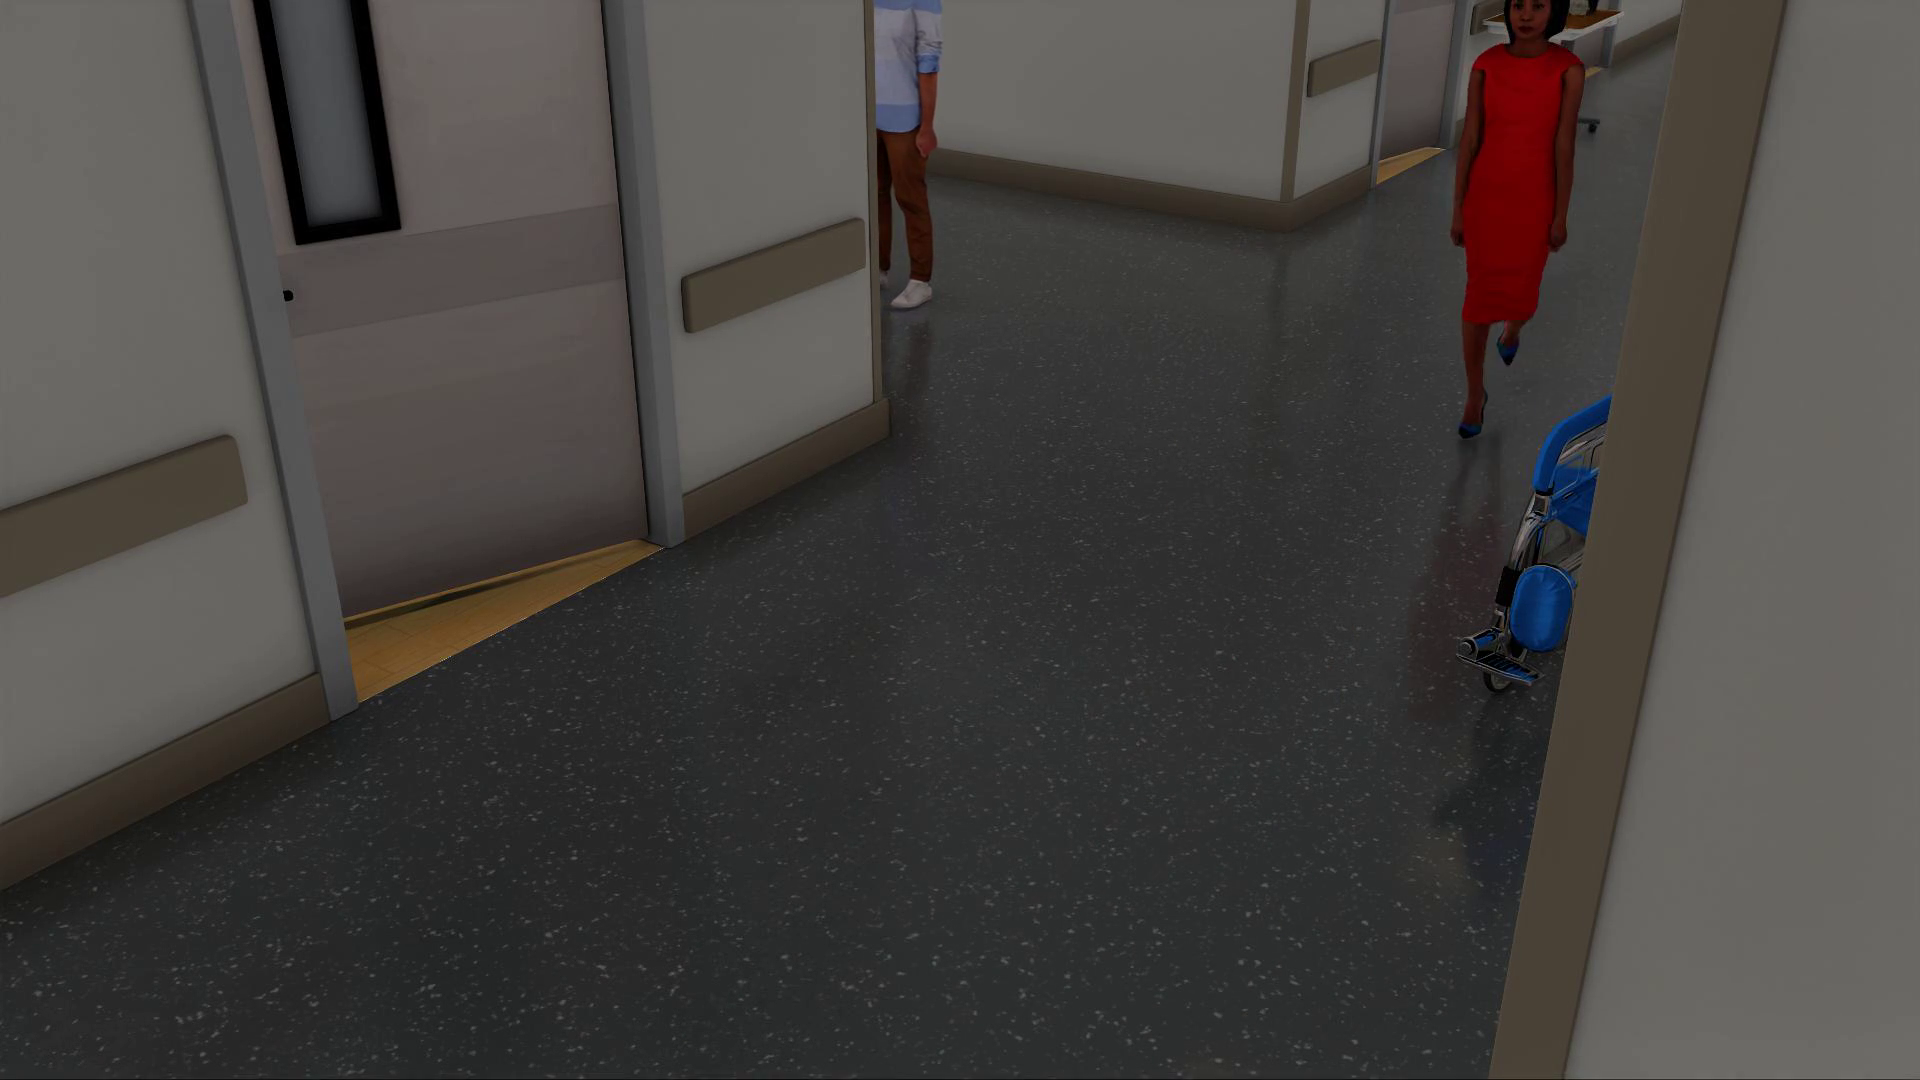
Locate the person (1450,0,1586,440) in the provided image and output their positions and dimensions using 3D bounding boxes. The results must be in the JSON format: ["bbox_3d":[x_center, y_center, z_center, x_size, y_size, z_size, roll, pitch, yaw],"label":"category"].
[{"bbox_3d":[2.101,-1.258,6.306,0.678,1.726,0.918,12,28,23],"label":"person"}]

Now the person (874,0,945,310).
[{"bbox_3d":[-0.316,-2.010,7.756,0.684,1.821,0.566,19,31,34],"label":"person"}]
